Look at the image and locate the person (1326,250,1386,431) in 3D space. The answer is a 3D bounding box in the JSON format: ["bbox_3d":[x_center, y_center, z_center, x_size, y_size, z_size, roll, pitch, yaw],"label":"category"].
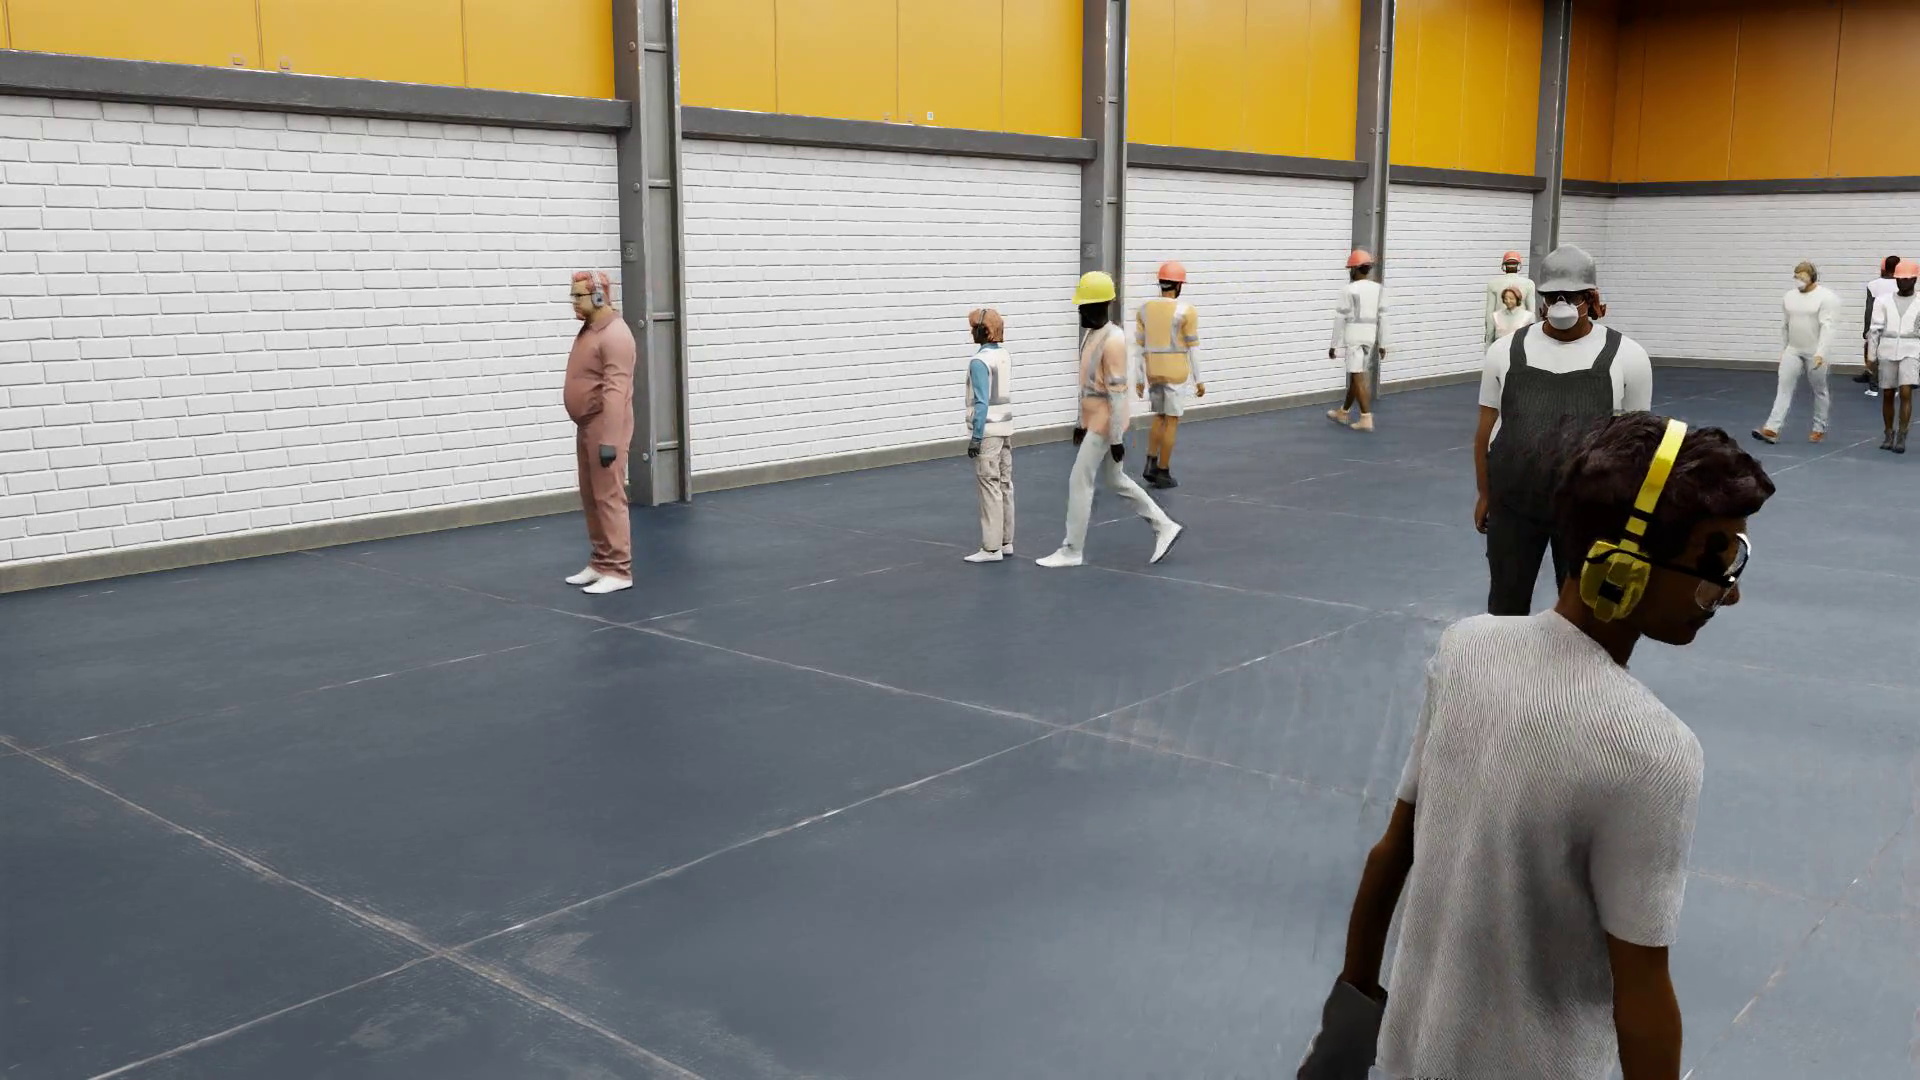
[{"bbox_3d":[4.407,-2.238,18.664,0.632,1.994,0.952,-5,11,-28],"label":"person"}]

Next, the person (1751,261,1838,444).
[{"bbox_3d":[8.670,-1.916,17.124,1.013,1.874,0.649,-6,11,-30],"label":"person"}]

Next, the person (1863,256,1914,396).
[{"bbox_3d":[12.715,-2.929,22.808,0.590,1.919,0.396,3,10,17],"label":"person"}]

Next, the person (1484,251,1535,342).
[{"bbox_3d":[6.982,-2.671,21.143,0.611,1.986,0.392,3,10,14],"label":"person"}]

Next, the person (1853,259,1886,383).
[{"bbox_3d":[13.646,-3.237,24.638,0.499,1.889,0.602,-6,12,-31],"label":"person"}]

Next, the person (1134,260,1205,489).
[{"bbox_3d":[1.760,-1.387,14.021,0.551,1.916,0.435,8,13,39],"label":"person"}]

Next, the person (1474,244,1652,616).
[{"bbox_3d":[2.458,-0.193,6.880,0.681,2.000,0.538,5,11,25],"label":"person"}]

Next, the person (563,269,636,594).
[{"bbox_3d":[-2.135,-0.636,9.823,0.395,1.897,0.657,-5,11,-28],"label":"person"}]

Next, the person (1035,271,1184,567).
[{"bbox_3d":[0.973,-0.749,10.496,0.904,1.889,0.602,-1,10,-3],"label":"person"}]

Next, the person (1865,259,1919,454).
[{"bbox_3d":[9.295,-1.811,16.486,0.555,1.904,0.860,8,12,37],"label":"person"}]

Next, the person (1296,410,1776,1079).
[{"bbox_3d":[0.709,0.737,2.176,0.481,1.829,0.549,-2,10,-11],"label":"person"}]

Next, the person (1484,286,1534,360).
[{"bbox_3d":[5.994,-1.960,18.144,0.519,1.619,0.585,6,12,32],"label":"person"}]

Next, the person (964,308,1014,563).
[{"bbox_3d":[0.190,-0.670,10.737,0.313,1.639,0.517,4,11,22],"label":"person"}]
